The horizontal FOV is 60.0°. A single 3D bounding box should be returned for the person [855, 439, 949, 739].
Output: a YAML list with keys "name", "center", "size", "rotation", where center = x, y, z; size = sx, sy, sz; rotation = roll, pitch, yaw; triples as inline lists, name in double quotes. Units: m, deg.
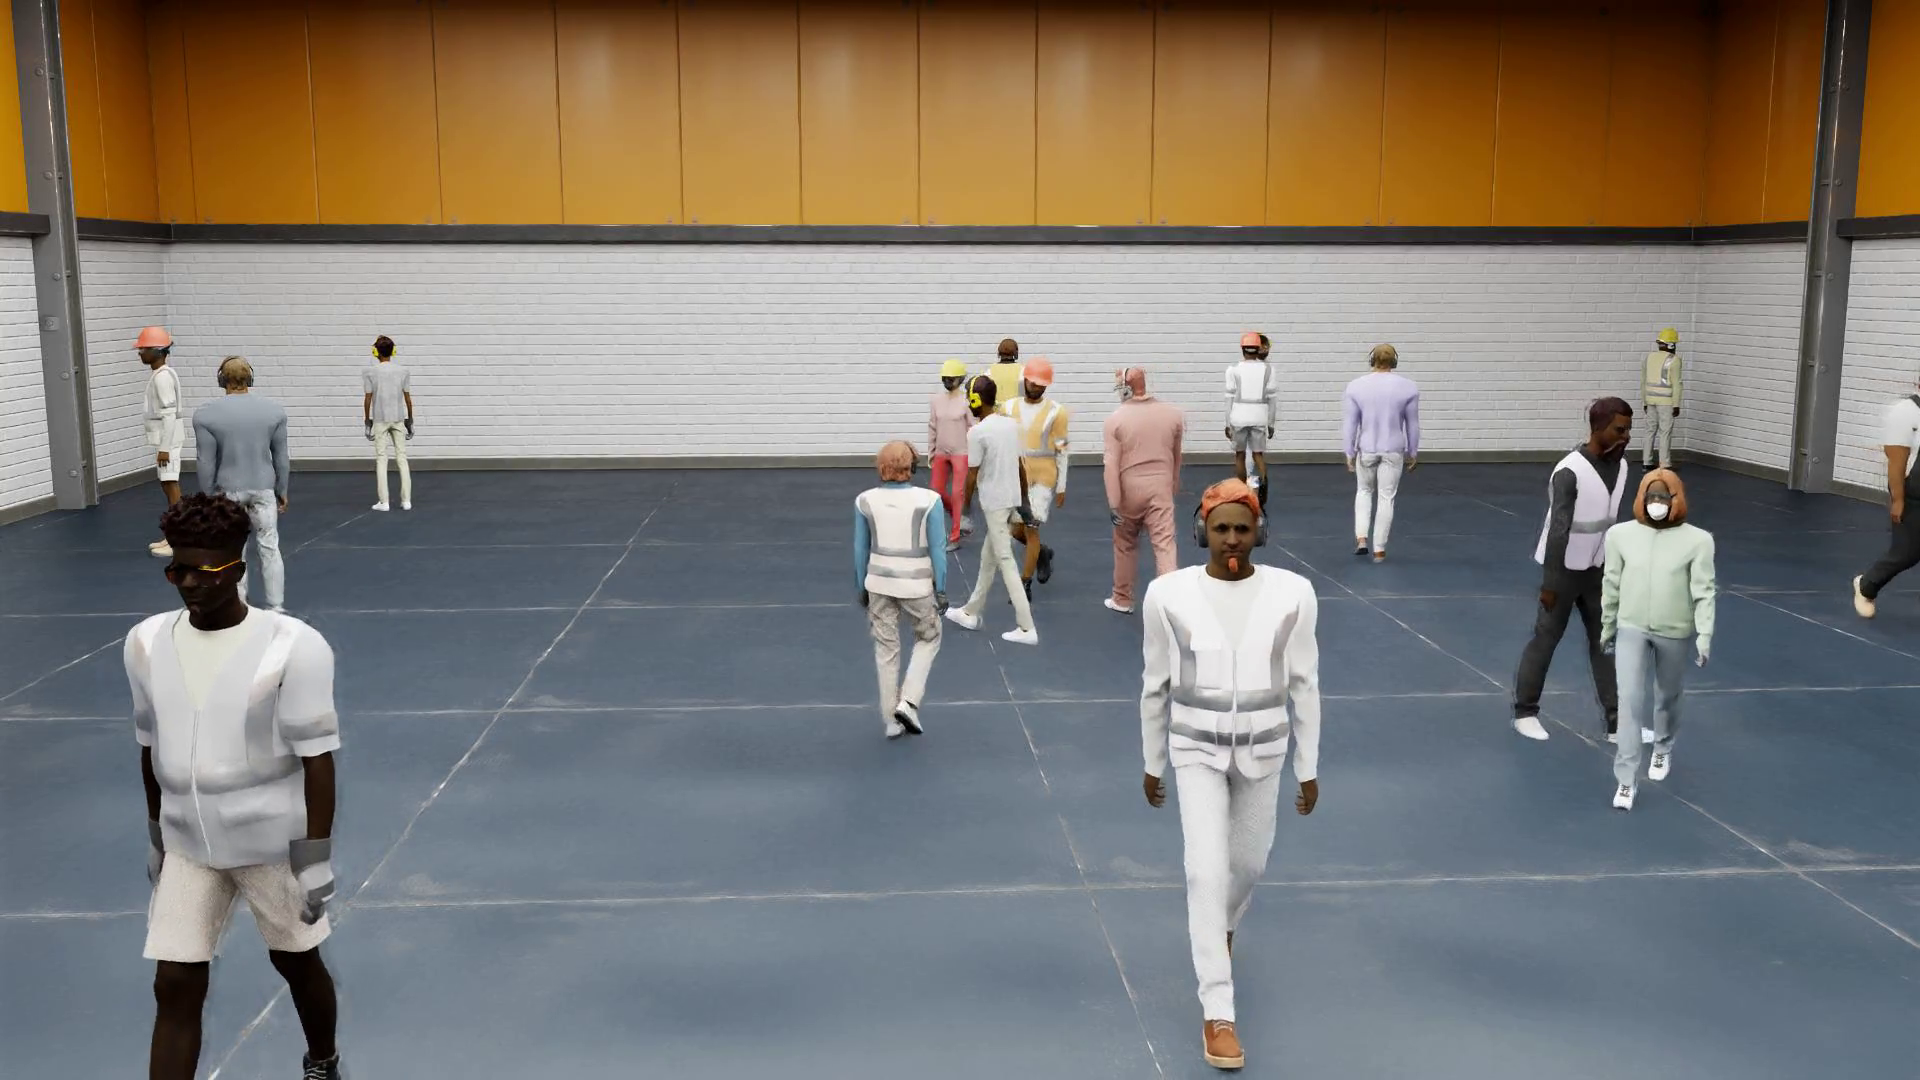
- name: "person"
  center: [-0.313, 0.270, 8.934]
  size: [0.542, 1.624, 0.366]
  rotation: [3, 9, 17]

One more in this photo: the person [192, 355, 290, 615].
- name: "person"
  center: [-5.059, -0.331, 11.755]
  size: [0.630, 1.940, 0.372]
  rotation: [-7, 12, -39]

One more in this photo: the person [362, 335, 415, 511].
- name: "person"
  center: [-6.074, -1.241, 17.717]
  size: [0.509, 1.864, 0.331]
  rotation: [-5, 11, -31]

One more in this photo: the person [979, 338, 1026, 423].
- name: "person"
  center: [0.504, -1.181, 17.427]
  size: [0.623, 1.837, 0.430]
  rotation: [1, 9, 9]

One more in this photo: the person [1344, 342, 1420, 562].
- name: "person"
  center: [3.686, -0.765, 14.536]
  size: [0.636, 1.922, 0.452]
  rotation: [3, 10, 20]

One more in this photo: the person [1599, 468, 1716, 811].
- name: "person"
  center: [3.350, 0.440, 8.005]
  size: [0.513, 1.590, 0.846]
  rotation: [5, 10, 27]

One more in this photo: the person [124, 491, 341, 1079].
- name: "person"
  center: [-2.015, 0.831, 4.513]
  size: [0.635, 1.919, 0.907]
  rotation: [1, 9, 7]

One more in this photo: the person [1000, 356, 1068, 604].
- name: "person"
  center: [0.580, -0.474, 12.798]
  size: [0.557, 1.895, 0.716]
  rotation: [4, 10, 25]

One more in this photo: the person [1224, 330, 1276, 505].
- name: "person"
  center: [3.113, -1.279, 17.809]
  size: [0.547, 1.915, 0.668]
  rotation: [0, 9, -3]

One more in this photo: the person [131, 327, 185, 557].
- name: "person"
  center: [-7.128, -0.875, 14.847]
  size: [0.373, 2.043, 0.614]
  rotation: [-5, 10, -27]

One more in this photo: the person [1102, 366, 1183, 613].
- name: "person"
  center: [1.321, -0.321, 11.997]
  size: [0.655, 1.858, 0.967]
  rotation: [-2, 9, -13]

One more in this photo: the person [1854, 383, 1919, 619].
- name: "person"
  center: [6.671, -0.340, 11.496]
  size: [0.687, 2.000, 0.825]
  rotation: [-1, 9, -6]

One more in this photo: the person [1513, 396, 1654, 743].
- name: "person"
  center: [3.351, 0.178, 8.839]
  size: [0.626, 1.870, 0.817]
  rotation: [-7, 11, -36]

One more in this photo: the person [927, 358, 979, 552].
- name: "person"
  center: [-0.046, -0.780, 15.129]
  size: [0.540, 1.754, 0.461]
  rotation: [6, 11, 31]

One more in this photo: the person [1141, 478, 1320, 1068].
- name: "person"
  center: [0.890, 0.702, 5.557]
  size: [0.580, 1.854, 0.916]
  rotation: [0, 9, 2]

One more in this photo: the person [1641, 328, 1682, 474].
- name: "person"
  center: [8.878, -1.753, 21.014]
  size: [0.404, 1.833, 0.592]
  rotation: [-4, 10, -22]

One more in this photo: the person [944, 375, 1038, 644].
- name: "person"
  center: [0.172, -0.217, 11.401]
  size: [0.930, 1.819, 0.543]
  rotation: [7, 11, 35]

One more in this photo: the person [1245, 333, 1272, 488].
- name: "person"
  center: [3.497, -1.529, 19.622]
  size: [0.450, 1.827, 0.678]
  rotation: [5, 10, 29]
